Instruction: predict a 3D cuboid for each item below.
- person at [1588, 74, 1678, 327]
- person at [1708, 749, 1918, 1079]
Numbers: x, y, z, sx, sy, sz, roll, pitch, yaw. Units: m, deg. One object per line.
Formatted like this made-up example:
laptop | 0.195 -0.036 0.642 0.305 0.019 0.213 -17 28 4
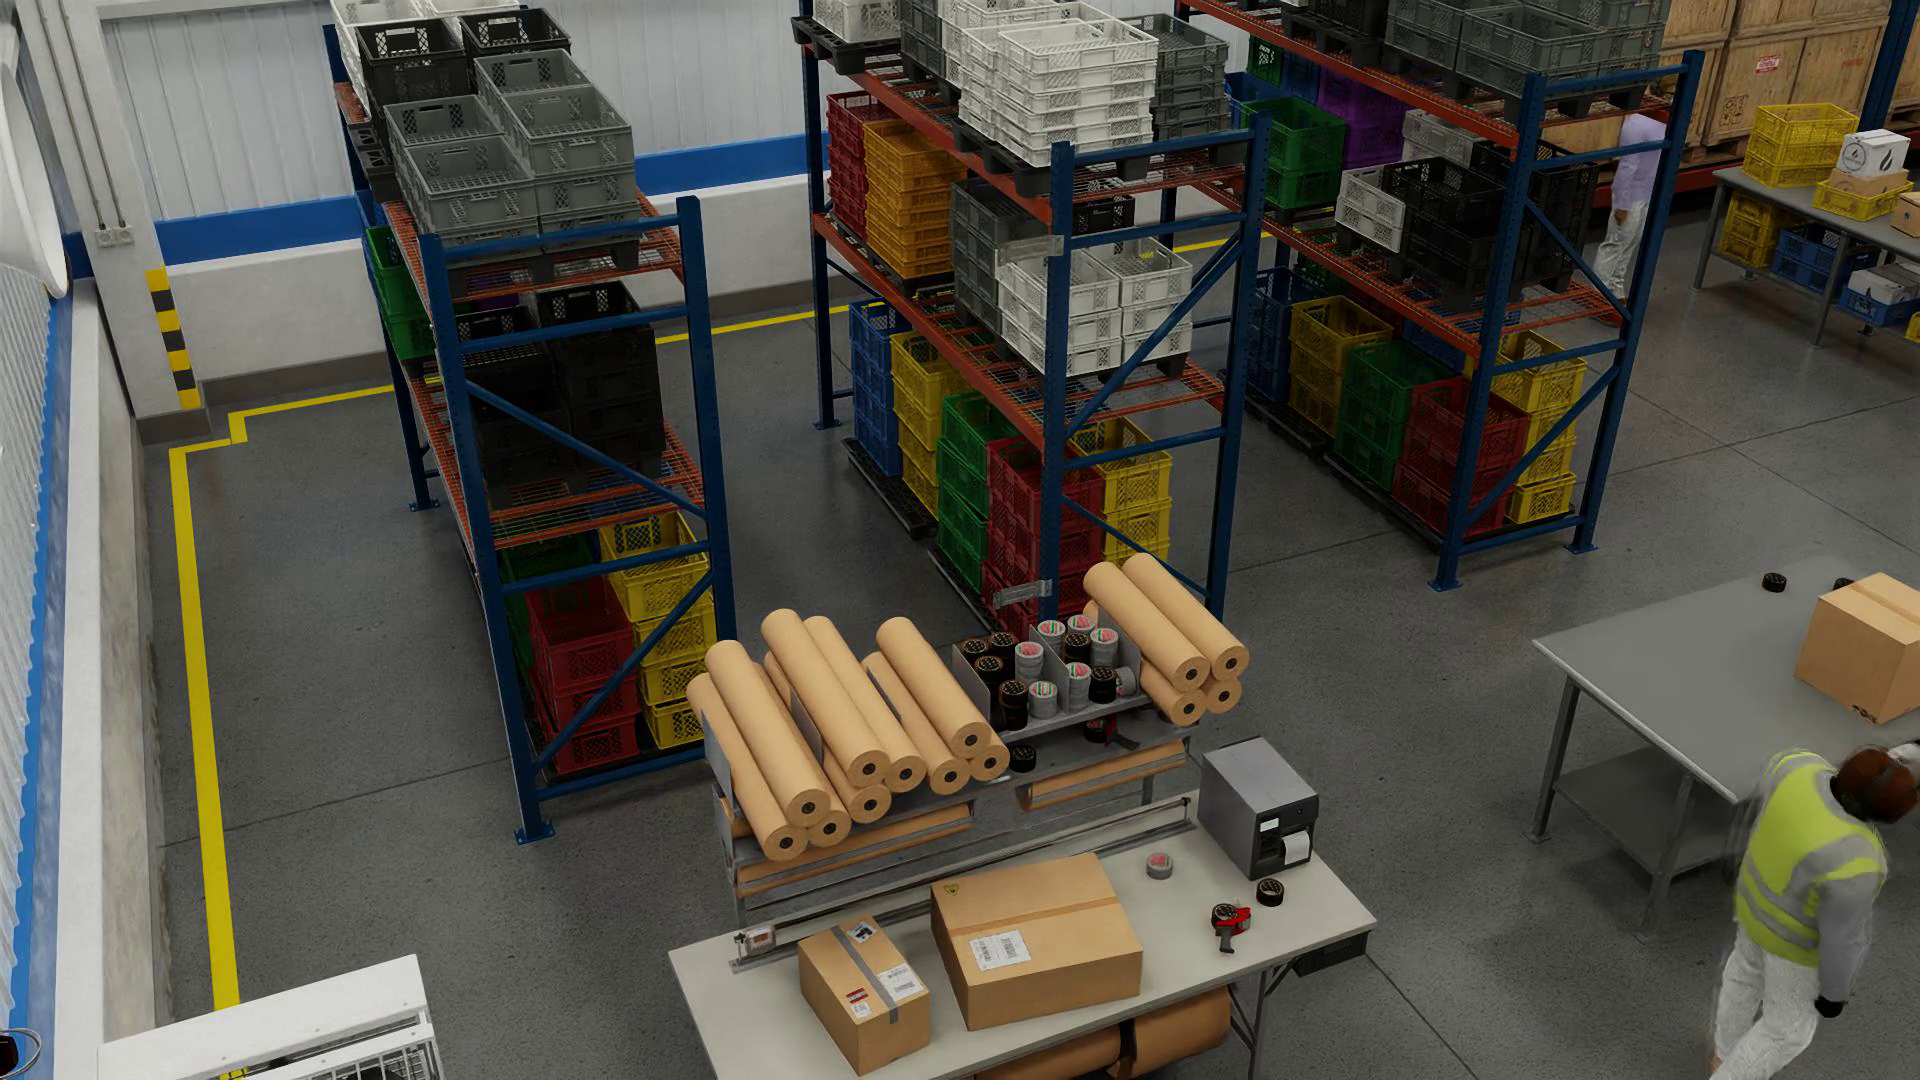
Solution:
person | 5.123 -2.597 12.584 0.627 1.940 0.371 -27 41 -37
person | 3.084 1.441 6.154 0.446 1.808 0.704 -1 32 -2
